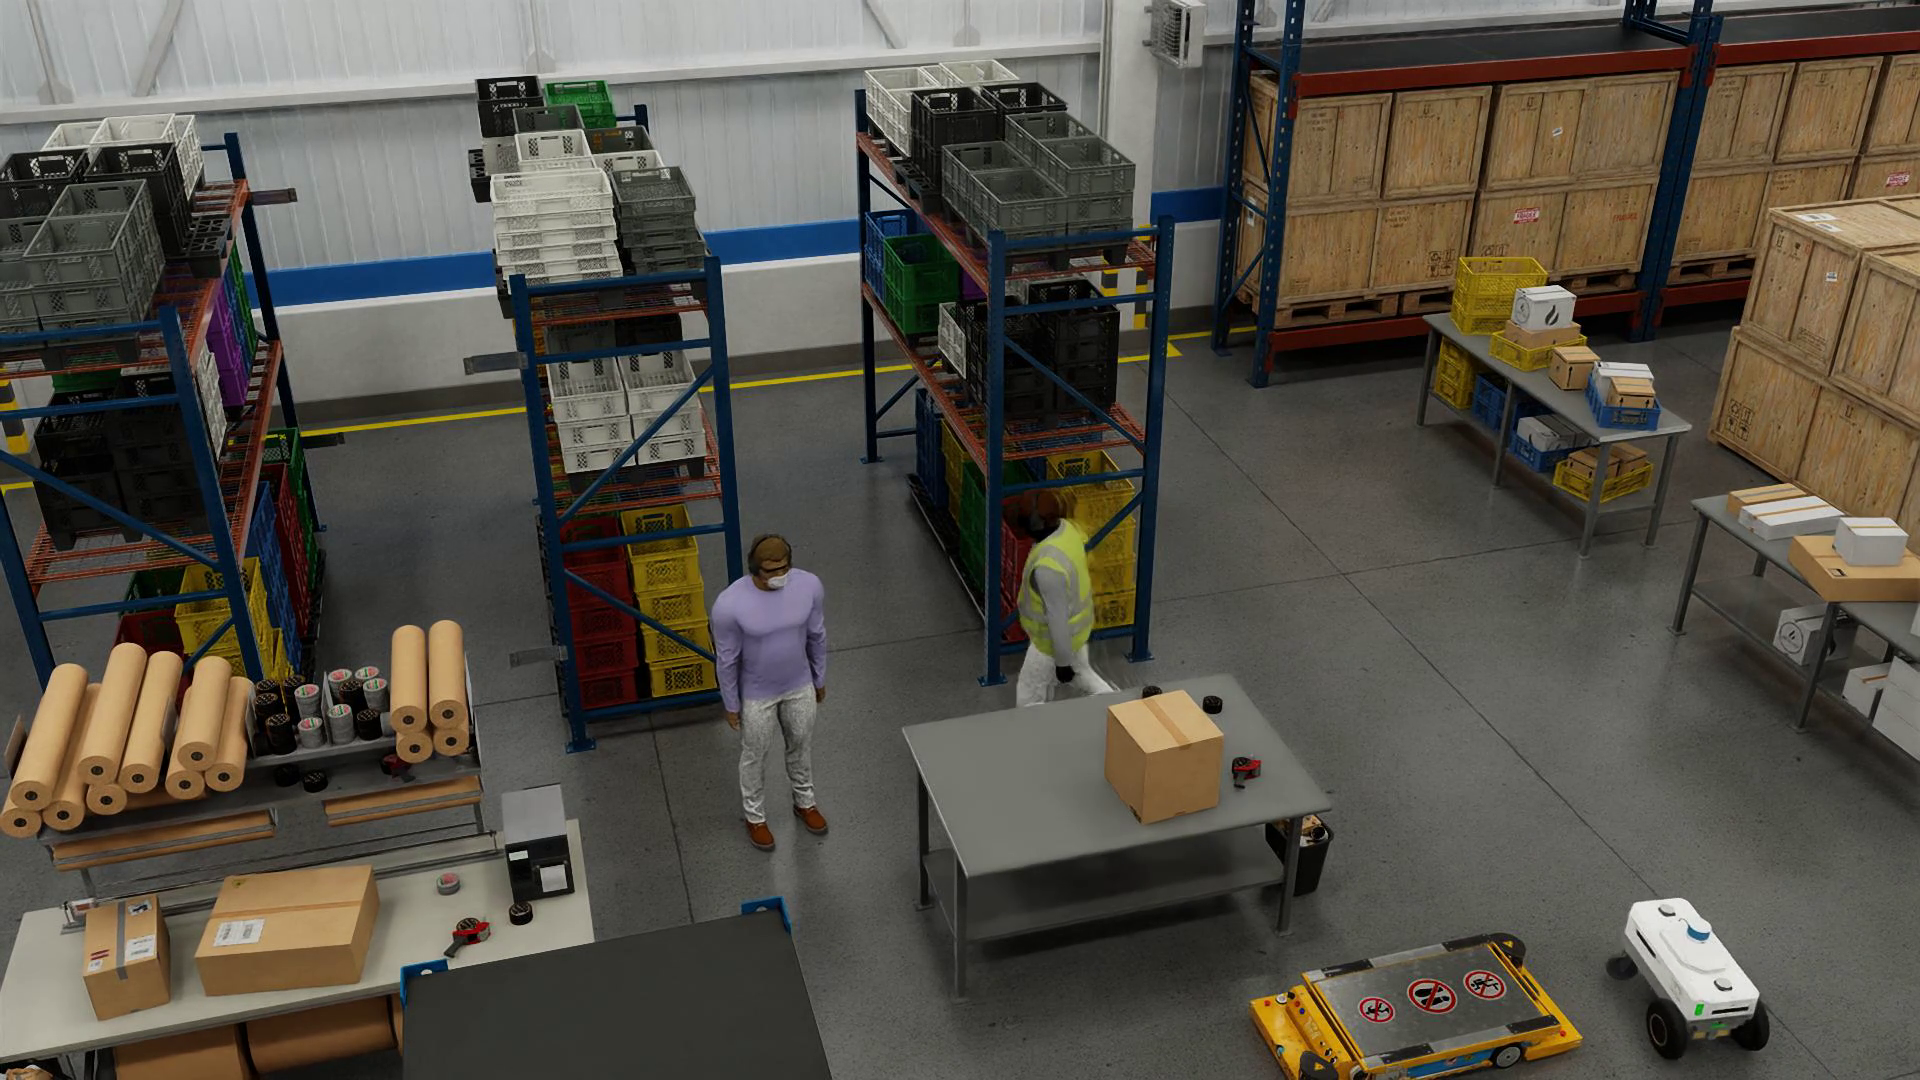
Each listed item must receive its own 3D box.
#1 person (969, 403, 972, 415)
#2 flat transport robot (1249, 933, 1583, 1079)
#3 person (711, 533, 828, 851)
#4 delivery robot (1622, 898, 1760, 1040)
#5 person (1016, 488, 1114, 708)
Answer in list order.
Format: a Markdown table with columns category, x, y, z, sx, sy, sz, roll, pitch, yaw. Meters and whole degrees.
| category | x | y | z | sx | sy | sz | roll | pitch | yaw |
| --- | --- | --- | --- | --- | --- | --- | --- | --- | --- |
| person | 0.151 | -1.752 | 13.661 | 0.337 | 1.879 | 0.584 | -3 | 29 | -6 |
| flat transport robot | 2.184 | 2.282 | 7.980 | 1.431 | 0.197 | 0.652 | -8 | 30 | -14 |
| person | -1.001 | 0.799 | 8.970 | 0.630 | 1.932 | 0.363 | -15 | 32 | -25 |
| delivery robot | 3.524 | 2.042 | 8.031 | 0.477 | 0.478 | 0.707 | -4 | 29 | -7 |
| person | 0.660 | 0.533 | 9.608 | 0.896 | 1.793 | 0.659 | 7 | 29 | 12 |
